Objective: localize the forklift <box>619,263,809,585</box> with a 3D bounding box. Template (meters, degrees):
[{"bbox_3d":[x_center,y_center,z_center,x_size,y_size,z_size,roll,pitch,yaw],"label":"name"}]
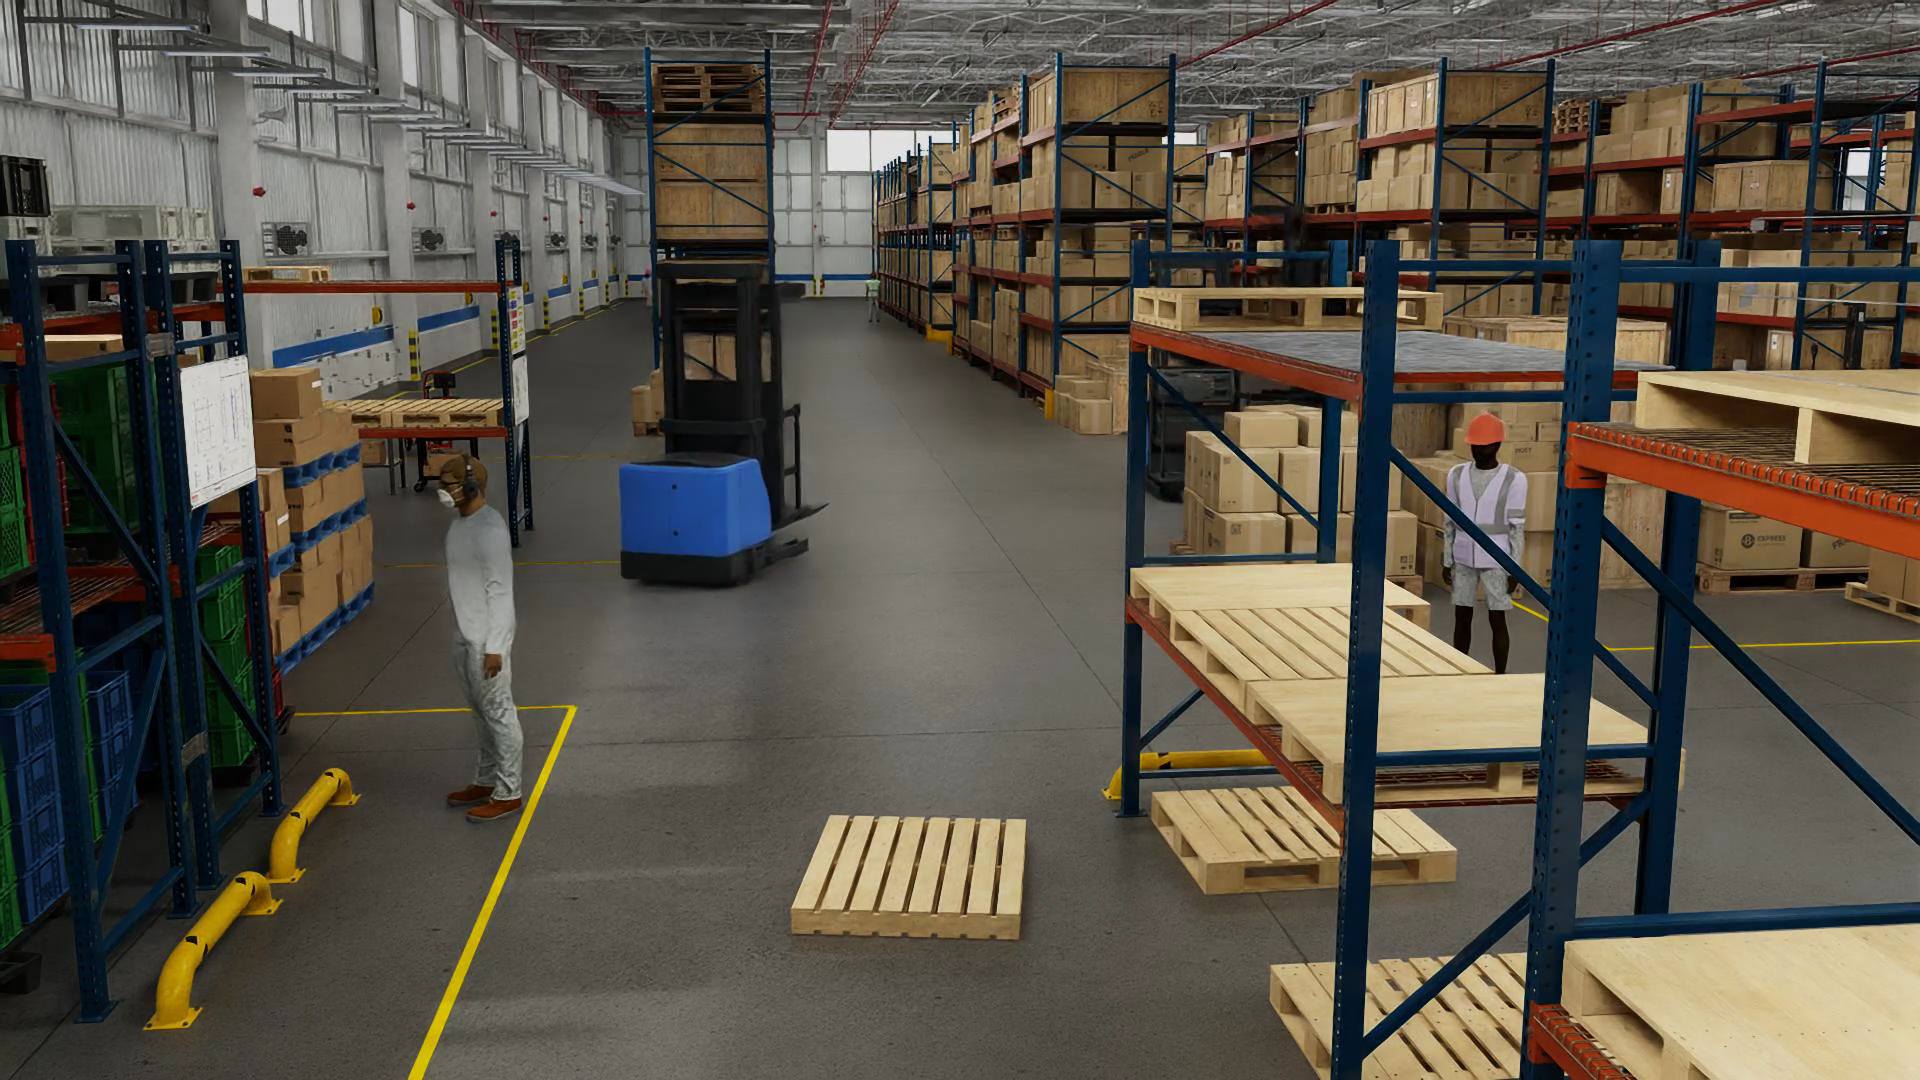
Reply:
[{"bbox_3d":[-2.257,-1.117,15.124,1.129,2.768,1.873,3,11,16],"label":"forklift"}]

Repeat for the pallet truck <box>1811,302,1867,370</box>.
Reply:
[{"bbox_3d":[15.846,-3.142,28.793,1.885,1.965,0.823,2,10,12],"label":"pallet truck"}]

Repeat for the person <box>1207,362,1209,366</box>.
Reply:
[{"bbox_3d":[4.606,-3.121,29.664,0.514,1.642,0.310,-8,13,-36],"label":"person"}]

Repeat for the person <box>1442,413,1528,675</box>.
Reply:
[{"bbox_3d":[3.403,0.129,10.875,0.543,1.928,0.400,9,13,40],"label":"person"}]

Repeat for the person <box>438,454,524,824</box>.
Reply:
[{"bbox_3d":[-2.515,0.509,8.723,0.371,1.939,0.629,-6,12,-31],"label":"person"}]

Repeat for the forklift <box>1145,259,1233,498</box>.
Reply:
[{"bbox_3d":[2.765,-2.018,20.116,1.129,2.768,1.873,-1,10,-6],"label":"forklift"}]

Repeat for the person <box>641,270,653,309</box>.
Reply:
[{"bbox_3d":[-13.856,-11.116,73.784,0.580,1.708,0.921,3,11,18],"label":"person"}]

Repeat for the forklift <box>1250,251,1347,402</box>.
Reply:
[{"bbox_3d":[6.484,-3.993,31.056,1.873,2.768,1.129,4,11,23],"label":"forklift"}]

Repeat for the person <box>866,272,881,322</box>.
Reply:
[{"bbox_3d":[-3.207,-9.012,61.745,0.570,1.841,0.372,-2,10,-9],"label":"person"}]
